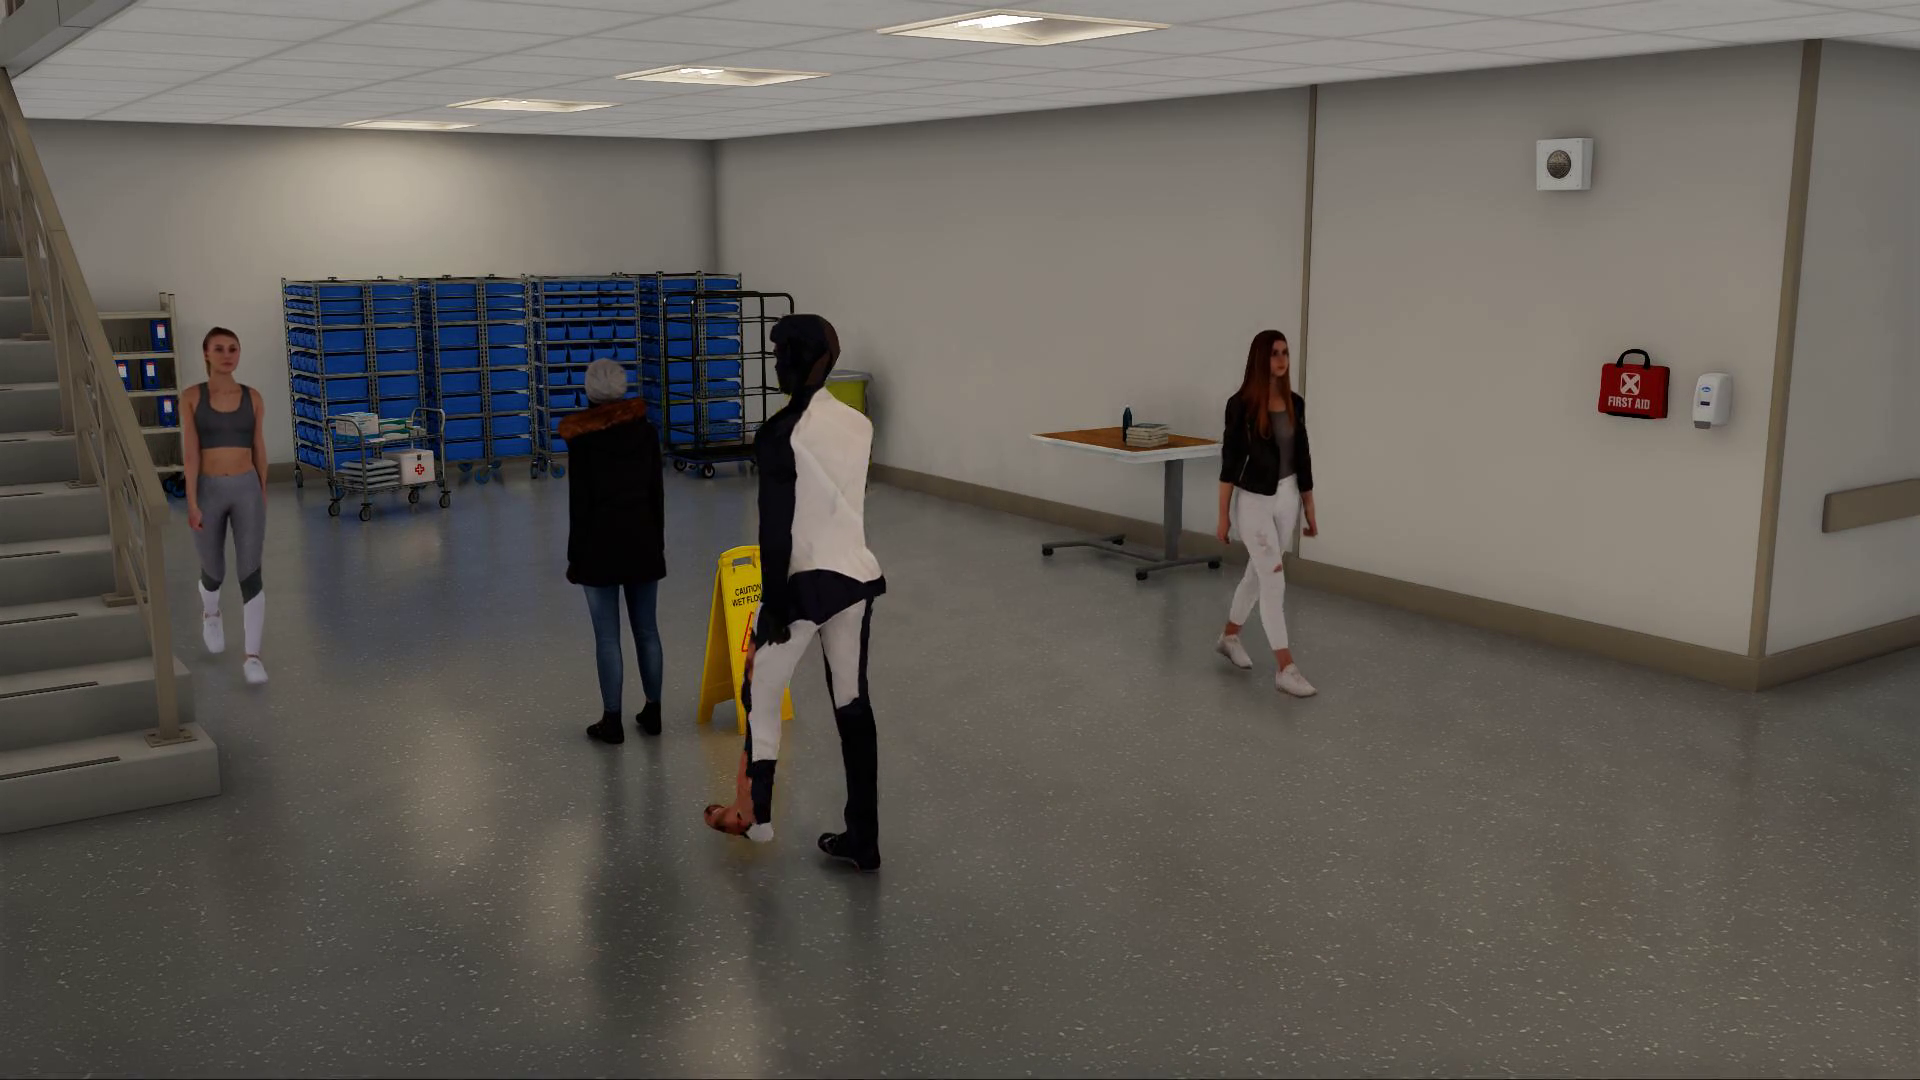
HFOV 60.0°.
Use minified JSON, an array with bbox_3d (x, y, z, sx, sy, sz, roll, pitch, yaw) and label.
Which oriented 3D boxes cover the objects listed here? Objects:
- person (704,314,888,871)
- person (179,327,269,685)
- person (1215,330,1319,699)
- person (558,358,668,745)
[{"bbox_3d":[-0.414,0.203,5.587,0.764,1.870,0.970,-10,14,-42],"label":"person"},{"bbox_3d":[-3.582,-0.170,8.068,0.601,1.678,1.098,-6,12,-30],"label":"person"},{"bbox_3d":[1.416,-0.133,7.922,0.729,1.660,1.138,-5,12,-24],"label":"person"},{"bbox_3d":[-1.454,0.039,7.080,0.614,1.635,0.579,-8,13,-36],"label":"person"}]
